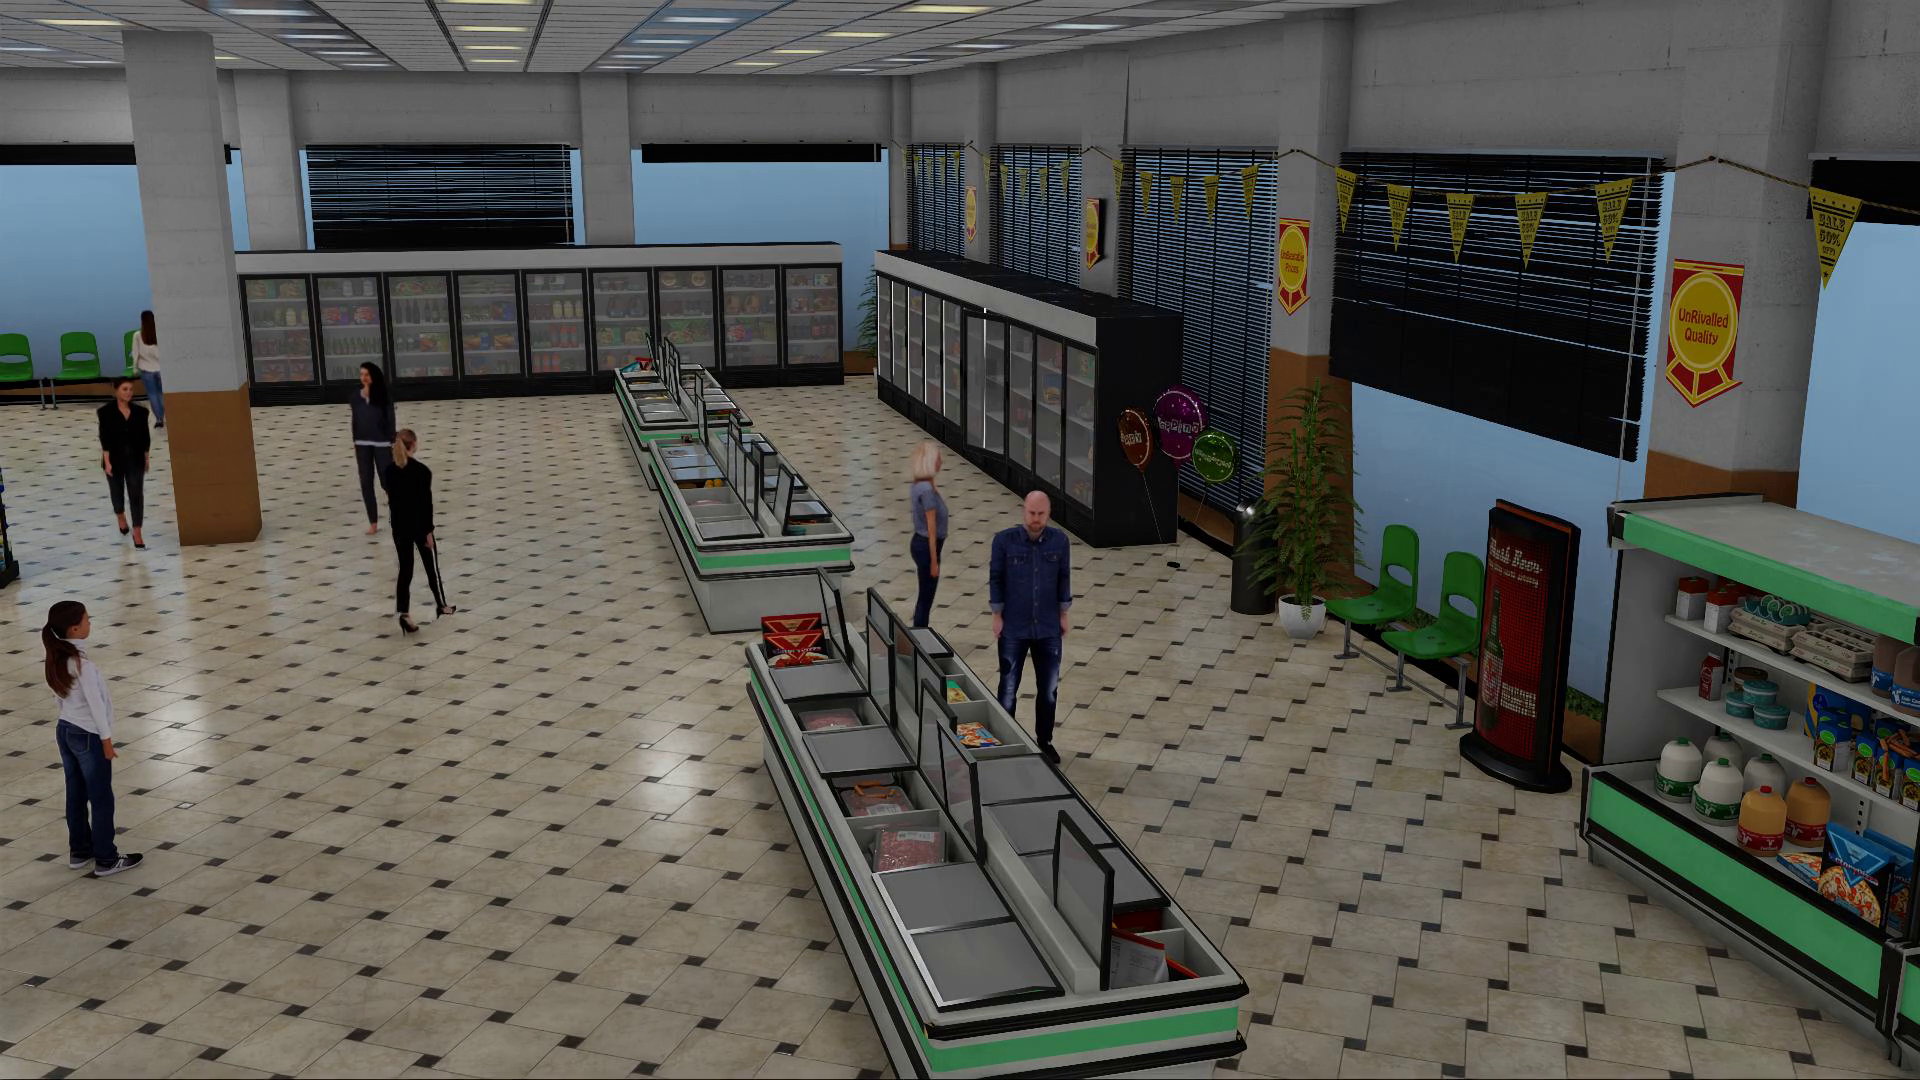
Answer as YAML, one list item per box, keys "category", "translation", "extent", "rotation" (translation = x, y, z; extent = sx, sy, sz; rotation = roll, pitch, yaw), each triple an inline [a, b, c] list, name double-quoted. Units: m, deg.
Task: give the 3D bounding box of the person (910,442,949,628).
- category: "person"
  translation: [-0.277, 0.089, 12.971]
  extent: [0.666, 1.721, 0.499]
  rotation: [-2, 14, -7]

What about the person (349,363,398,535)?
- category: "person"
  translation: [-6.047, -0.962, 17.248]
  extent: [0.771, 1.748, 1.048]
  rotation: [0, 14, 0]

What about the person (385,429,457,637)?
- category: "person"
  translation: [-4.520, -0.037, 13.589]
  extent: [0.908, 1.675, 1.030]
  rotation: [4, 14, 17]

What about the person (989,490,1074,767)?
- category: "person"
  translation: [0.452, 0.568, 10.771]
  extent: [0.724, 1.827, 0.593]
  rotation: [-3, 14, -11]

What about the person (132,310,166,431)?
- category: "person"
  translation: [-11.149, -2.311, 22.998]
  extent: [0.881, 1.658, 1.124]
  rotation: [-10, 17, -35]

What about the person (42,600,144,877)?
- category: "person"
  translation: [-4.862, 1.085, 9.208]
  extent: [0.623, 1.559, 0.681]
  rotation: [7, 16, 28]

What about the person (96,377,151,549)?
- category: "person"
  translation: [-8.388, -0.771, 16.636]
  extent: [0.917, 1.665, 1.227]
  rotation: [-9, 16, -33]
